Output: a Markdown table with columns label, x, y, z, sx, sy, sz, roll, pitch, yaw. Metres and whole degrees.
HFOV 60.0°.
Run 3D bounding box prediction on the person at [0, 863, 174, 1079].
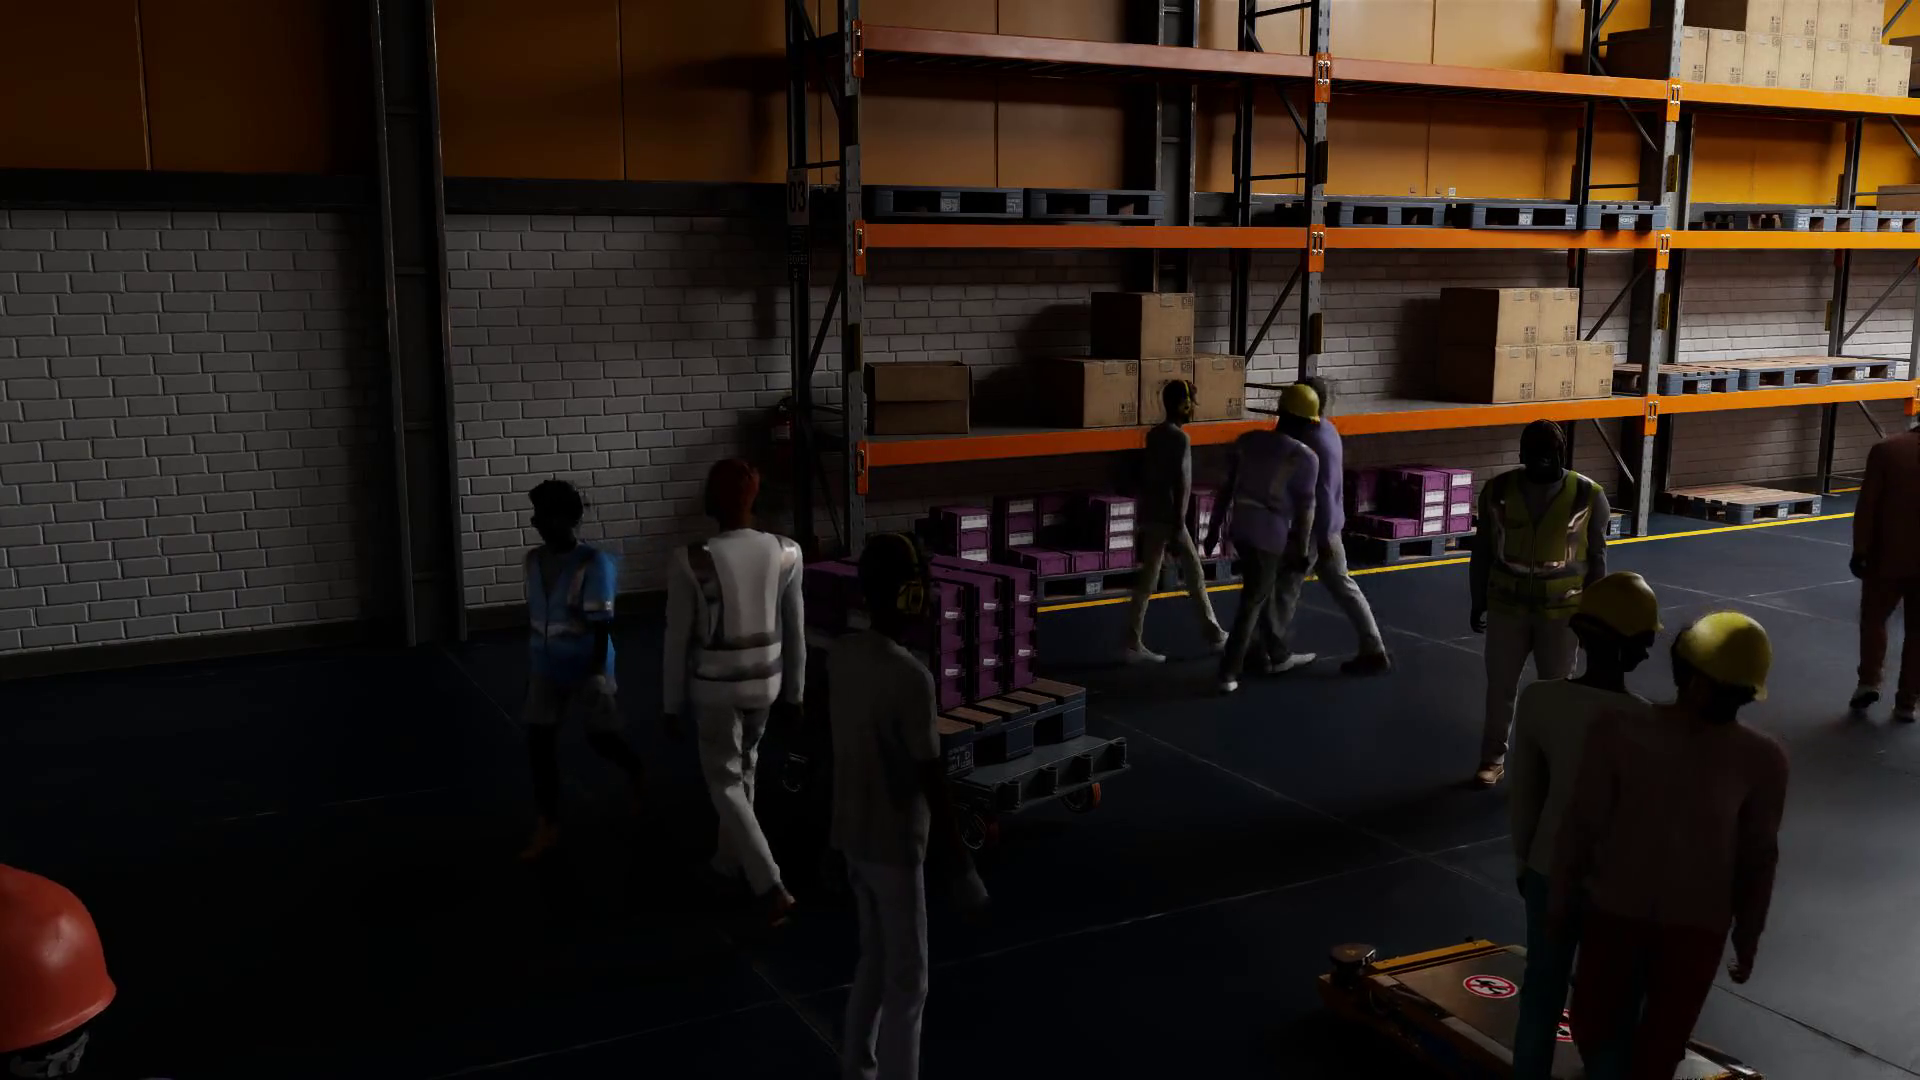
| label | x | y | z | sx | sy | sz | roll | pitch | yaw |
| --- | --- | --- | --- | --- | --- | --- | --- | --- | --- |
| person | -1.133 | 1.328 | 2.081 | 0.354 | 1.942 | 0.545 | 2 | 10 | 9 |

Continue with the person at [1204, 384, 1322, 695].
| label | x | y | z | sx | sy | sz | roll | pitch | yaw |
| --- | --- | --- | --- | --- | --- | --- | --- | --- | --- |
| person | 1.871 | -0.014 | 10.051 | 0.850 | 1.855 | 0.649 | -7 | 12 | -36 |

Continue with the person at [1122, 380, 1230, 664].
| label | x | y | z | sx | sy | sz | roll | pitch | yaw |
| --- | --- | --- | --- | --- | --- | --- | --- | --- | --- |
| person | 1.441 | -0.113 | 10.734 | 0.959 | 1.814 | 0.533 | -4 | 11 | -24 |

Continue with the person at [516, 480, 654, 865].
| label | x | y | z | sx | sy | sz | roll | pitch | yaw |
| --- | --- | --- | --- | --- | --- | --- | --- | --- | --- |
| person | -1.679 | 0.544 | 7.383 | 0.532 | 1.670 | 0.739 | 5 | 11 | 26 |

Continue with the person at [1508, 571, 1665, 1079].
| label | x | y | z | sx | sy | sz | roll | pitch | yaw |
| --- | --- | --- | --- | --- | --- | --- | --- | --- | --- |
| person | 1.803 | 0.960 | 4.706 | 0.311 | 1.768 | 0.533 | -8 | 12 | -38 |

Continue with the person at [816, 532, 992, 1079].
| label | x | y | z | sx | sy | sz | roll | pitch | yaw |
| --- | --- | --- | --- | --- | --- | --- | --- | --- | --- |
| person | -0.188 | 0.903 | 4.781 | 0.338 | 1.858 | 0.558 | -6 | 12 | -31 |

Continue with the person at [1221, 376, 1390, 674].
| label | x | y | z | sx | sy | sz | roll | pitch | yaw |
| --- | --- | --- | --- | --- | --- | --- | --- | --- | --- |
| person | 2.229 | -0.084 | 10.393 | 1.040 | 1.888 | 0.646 | 3 | 10 | 15 |

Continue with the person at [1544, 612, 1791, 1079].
| label | x | y | z | sx | sy | sz | roll | pitch | yaw |
| --- | --- | --- | --- | --- | --- | --- | --- | --- | --- |
| person | 1.911 | 1.003 | 4.549 | 0.578 | 1.719 | 0.625 | 4 | 11 | 22 |

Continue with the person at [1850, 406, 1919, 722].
| label | x | y | z | sx | sy | sz | roll | pitch | yaw |
| --- | --- | --- | --- | --- | --- | --- | --- | --- | --- |
| person | 5.441 | 0.092 | 9.459 | 0.678 | 1.856 | 0.564 | 4 | 11 | 23 |

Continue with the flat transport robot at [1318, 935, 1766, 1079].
| label | x | y | z | sx | sy | sz | roll | pitch | yaw |
| --- | --- | --- | --- | --- | --- | --- | --- | --- | --- |
| flat transport robot | 1.840 | 1.602 | 5.313 | 0.652 | 0.197 | 1.431 | -4 | 11 | -24 |

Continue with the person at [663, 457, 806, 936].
| label | x | y | z | sx | sy | sz | roll | pitch | yaw |
| --- | --- | --- | --- | --- | --- | --- | --- | --- | --- |
| person | -0.858 | 0.600 | 6.539 | 0.582 | 1.853 | 0.899 | -7 | 12 | -34 |

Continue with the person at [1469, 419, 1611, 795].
| label | x | y | z | sx | sy | sz | roll | pitch | yaw |
| --- | --- | --- | --- | --- | --- | --- | --- | --- | --- |
| person | 2.801 | 0.330 | 8.117 | 0.634 | 1.842 | 0.429 | 5 | 11 | 26 |
